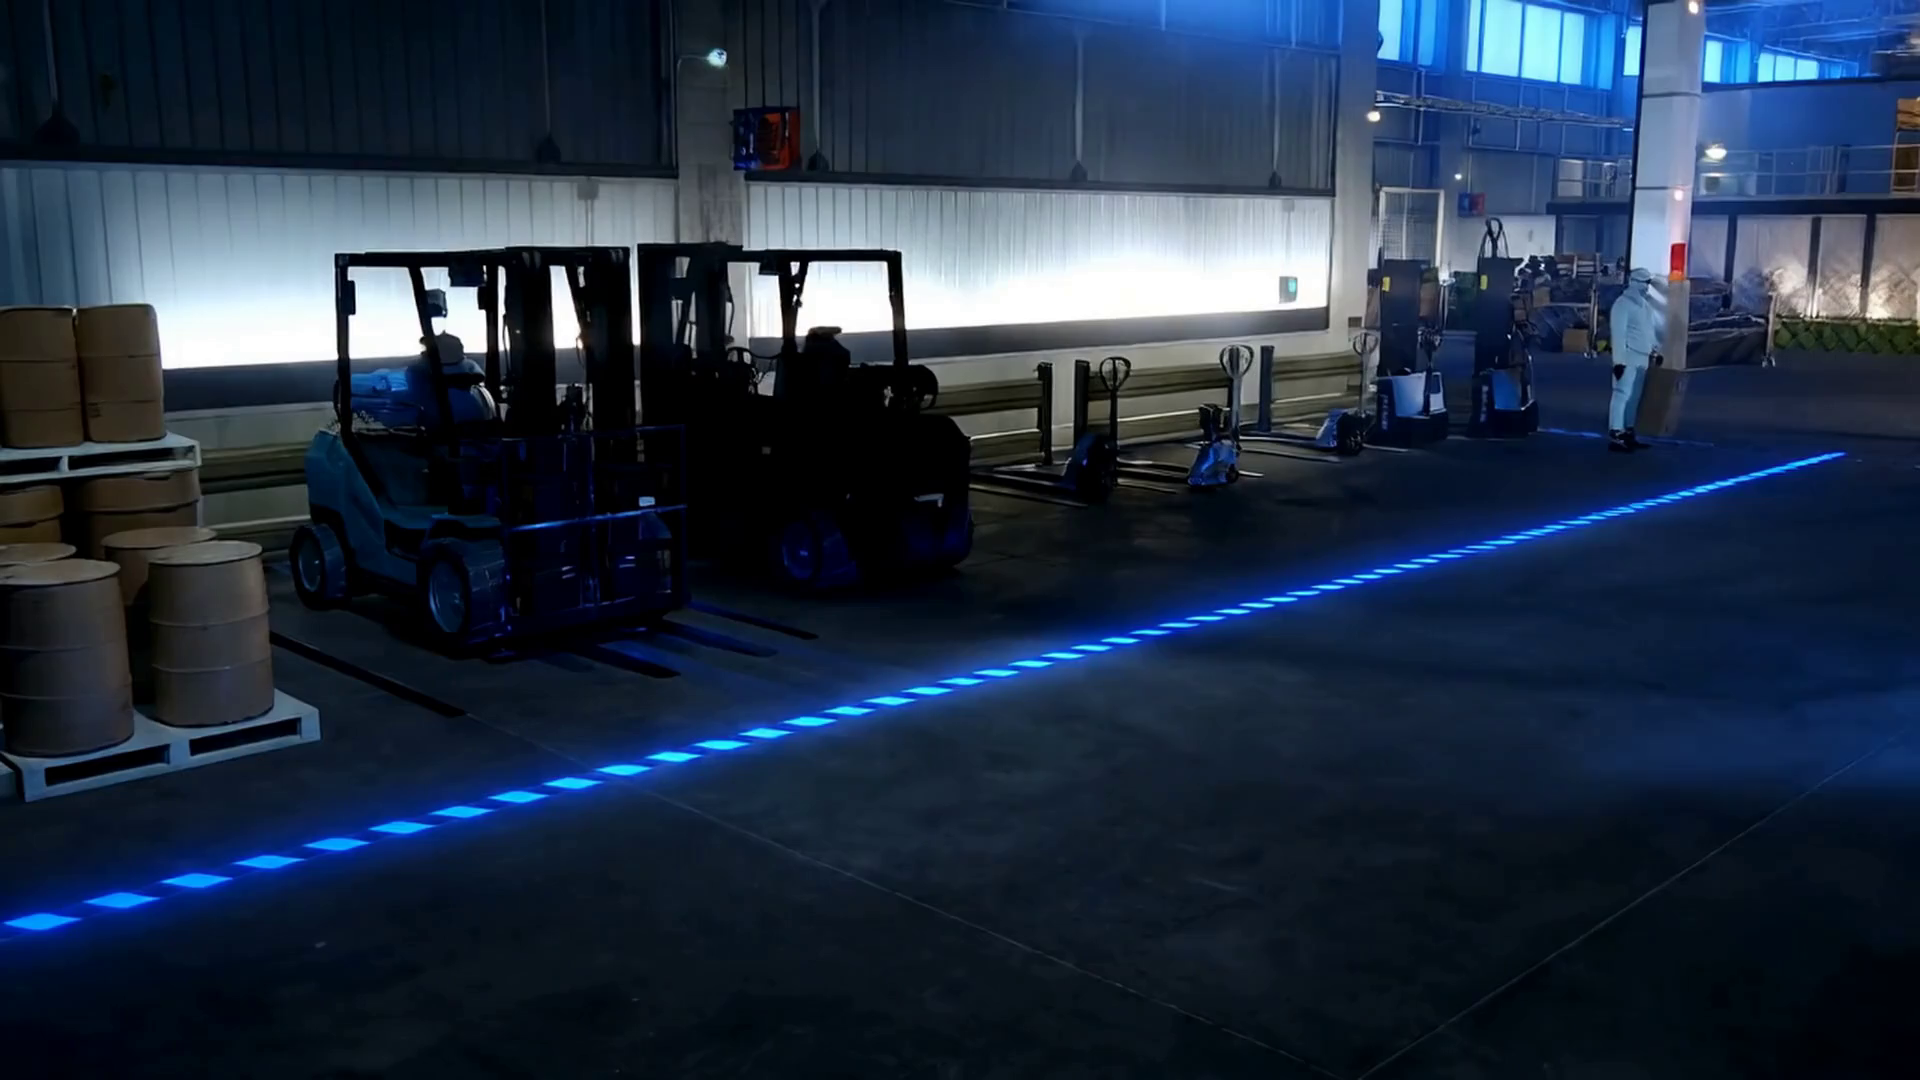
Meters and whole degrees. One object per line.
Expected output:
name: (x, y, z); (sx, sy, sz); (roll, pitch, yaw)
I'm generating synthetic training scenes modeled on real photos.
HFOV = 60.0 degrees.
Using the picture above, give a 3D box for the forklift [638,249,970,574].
forklift: (-1.173, -0.958, 11.239); (2.680, 1.987, 1.157); (10, 14, 43)

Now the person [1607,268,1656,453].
person: (7.013, -1.873, 17.321); (0.652, 1.906, 0.409); (-10, 14, -43)

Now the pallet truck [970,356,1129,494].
pallet truck: (0.784, -1.085, 14.876); (0.680, 1.201, 1.601); (-10, 14, -44)

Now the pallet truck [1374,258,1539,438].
pallet truck: (5.704, -2.208, 18.901); (1.885, 1.965, 0.823); (10, 14, 43)

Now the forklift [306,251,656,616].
forklift: (-2.833, -0.669, 9.694); (1.157, 1.987, 2.680); (-10, 14, -44)

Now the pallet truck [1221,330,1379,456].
pallet truck: (3.563, -1.581, 17.381); (0.653, 1.274, 1.630); (-10, 14, -44)

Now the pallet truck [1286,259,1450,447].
pallet truck: (4.493, -2.078, 18.196); (0.823, 1.965, 1.885); (-9, 14, -40)

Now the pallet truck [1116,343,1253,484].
pallet truck: (1.962, -1.215, 15.415); (1.522, 1.261, 0.704); (10, 14, 43)
